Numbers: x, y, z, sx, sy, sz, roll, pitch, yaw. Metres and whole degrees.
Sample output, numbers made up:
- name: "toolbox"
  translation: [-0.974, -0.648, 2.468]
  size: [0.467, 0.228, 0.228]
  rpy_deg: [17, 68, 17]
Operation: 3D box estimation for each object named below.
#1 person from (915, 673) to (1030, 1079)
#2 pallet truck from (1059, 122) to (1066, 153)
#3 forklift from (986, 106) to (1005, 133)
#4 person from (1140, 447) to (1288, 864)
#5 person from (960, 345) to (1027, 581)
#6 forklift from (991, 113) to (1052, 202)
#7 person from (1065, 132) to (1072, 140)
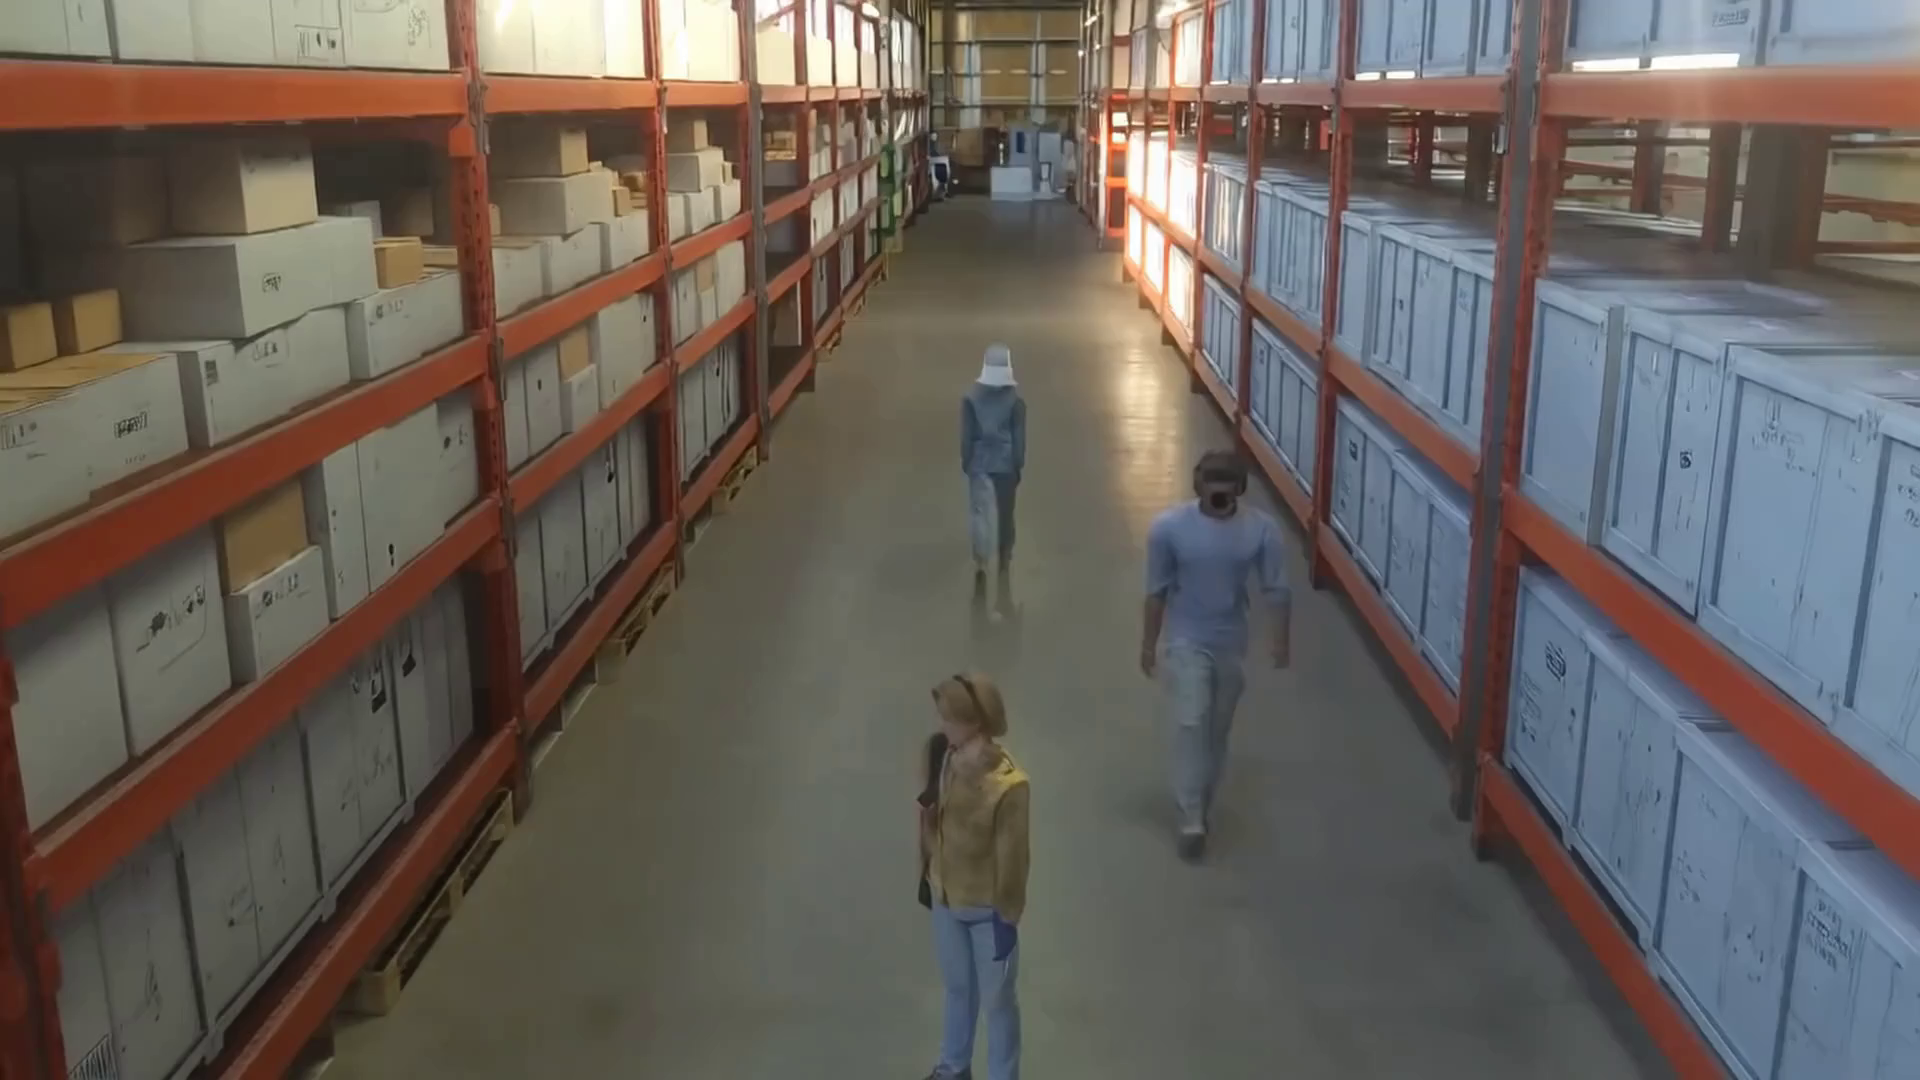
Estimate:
- name: "person"
  translation: [0.038, 1.217, 5.619]
  size: [0.311, 1.639, 0.514]
  rpy_deg: [-11, 19, -36]
- name: "pallet truck"
  translation: [5.788, -21.111, 88.014]
  size: [1.885, 1.965, 0.823]
  rpy_deg: [5, 16, 18]
- name: "forklift"
  translation: [1.788, -20.563, 84.299]
  size: [1.129, 2.768, 1.873]
  rpy_deg: [-7, 17, -24]
- name: "person"
  translation: [1.182, 0.536, 7.633]
  size: [0.661, 1.906, 0.885]
  rpy_deg: [0, 15, -2]
- name: "person"
  translation: [0.240, -0.574, 12.164]
  size: [0.490, 1.702, 0.893]
  rpy_deg: [1, 15, 5]
- name: "forklift"
  translation: [1.999, -12.572, 54.566]
  size: [1.873, 2.768, 1.129]
  rpy_deg: [-14, 20, -42]
- name: "person"
  translation: [4.435, -16.130, 69.693]
  size: [0.966, 1.907, 0.632]
  rpy_deg: [3, 15, 11]
